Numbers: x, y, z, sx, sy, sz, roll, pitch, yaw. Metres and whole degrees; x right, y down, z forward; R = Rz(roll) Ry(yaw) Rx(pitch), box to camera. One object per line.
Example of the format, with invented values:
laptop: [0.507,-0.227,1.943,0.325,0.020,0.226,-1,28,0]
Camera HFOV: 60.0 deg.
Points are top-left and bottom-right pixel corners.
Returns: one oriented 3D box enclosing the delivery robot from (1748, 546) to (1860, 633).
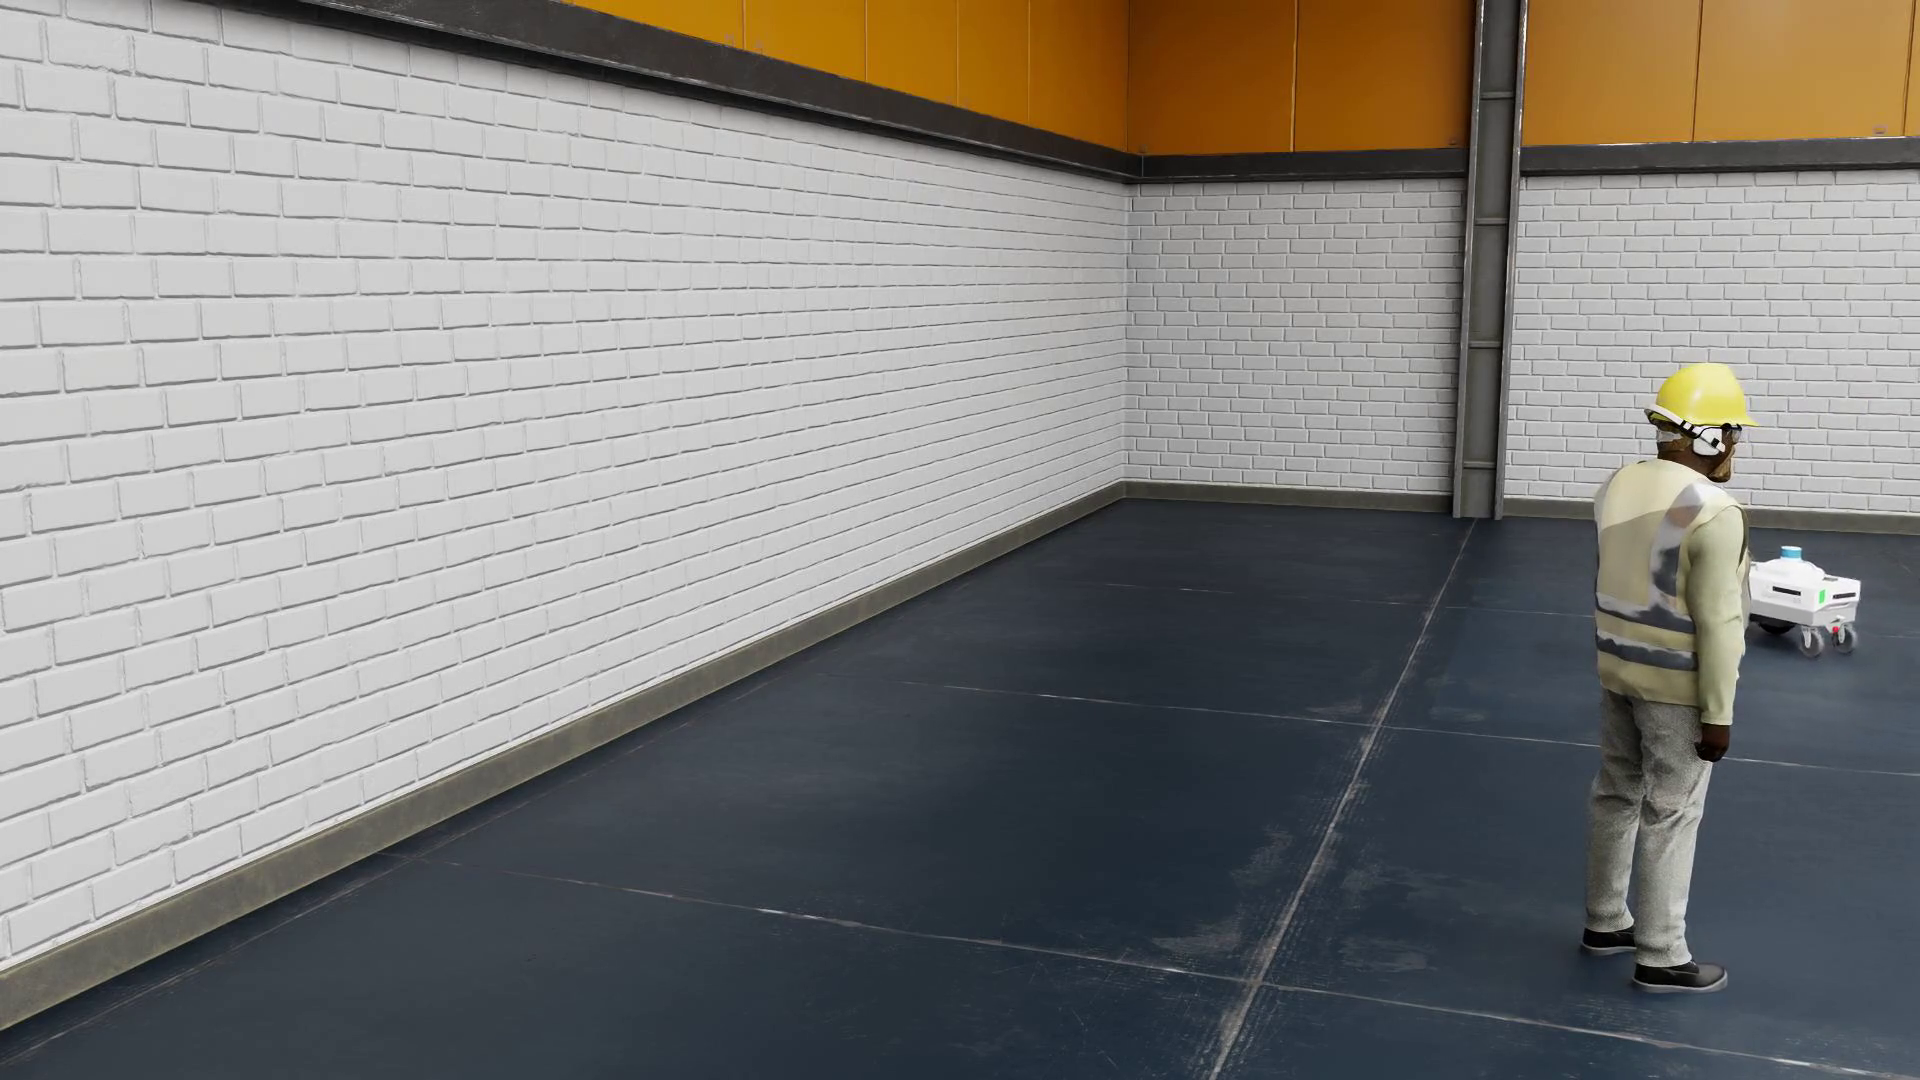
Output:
delivery robot: [4.612,0.280,9.260,0.477,0.478,0.707,-4,10,-25]

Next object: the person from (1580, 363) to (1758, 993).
person: [2.065,0.400,4.839,0.403,1.824,0.593,-2,9,-13]
